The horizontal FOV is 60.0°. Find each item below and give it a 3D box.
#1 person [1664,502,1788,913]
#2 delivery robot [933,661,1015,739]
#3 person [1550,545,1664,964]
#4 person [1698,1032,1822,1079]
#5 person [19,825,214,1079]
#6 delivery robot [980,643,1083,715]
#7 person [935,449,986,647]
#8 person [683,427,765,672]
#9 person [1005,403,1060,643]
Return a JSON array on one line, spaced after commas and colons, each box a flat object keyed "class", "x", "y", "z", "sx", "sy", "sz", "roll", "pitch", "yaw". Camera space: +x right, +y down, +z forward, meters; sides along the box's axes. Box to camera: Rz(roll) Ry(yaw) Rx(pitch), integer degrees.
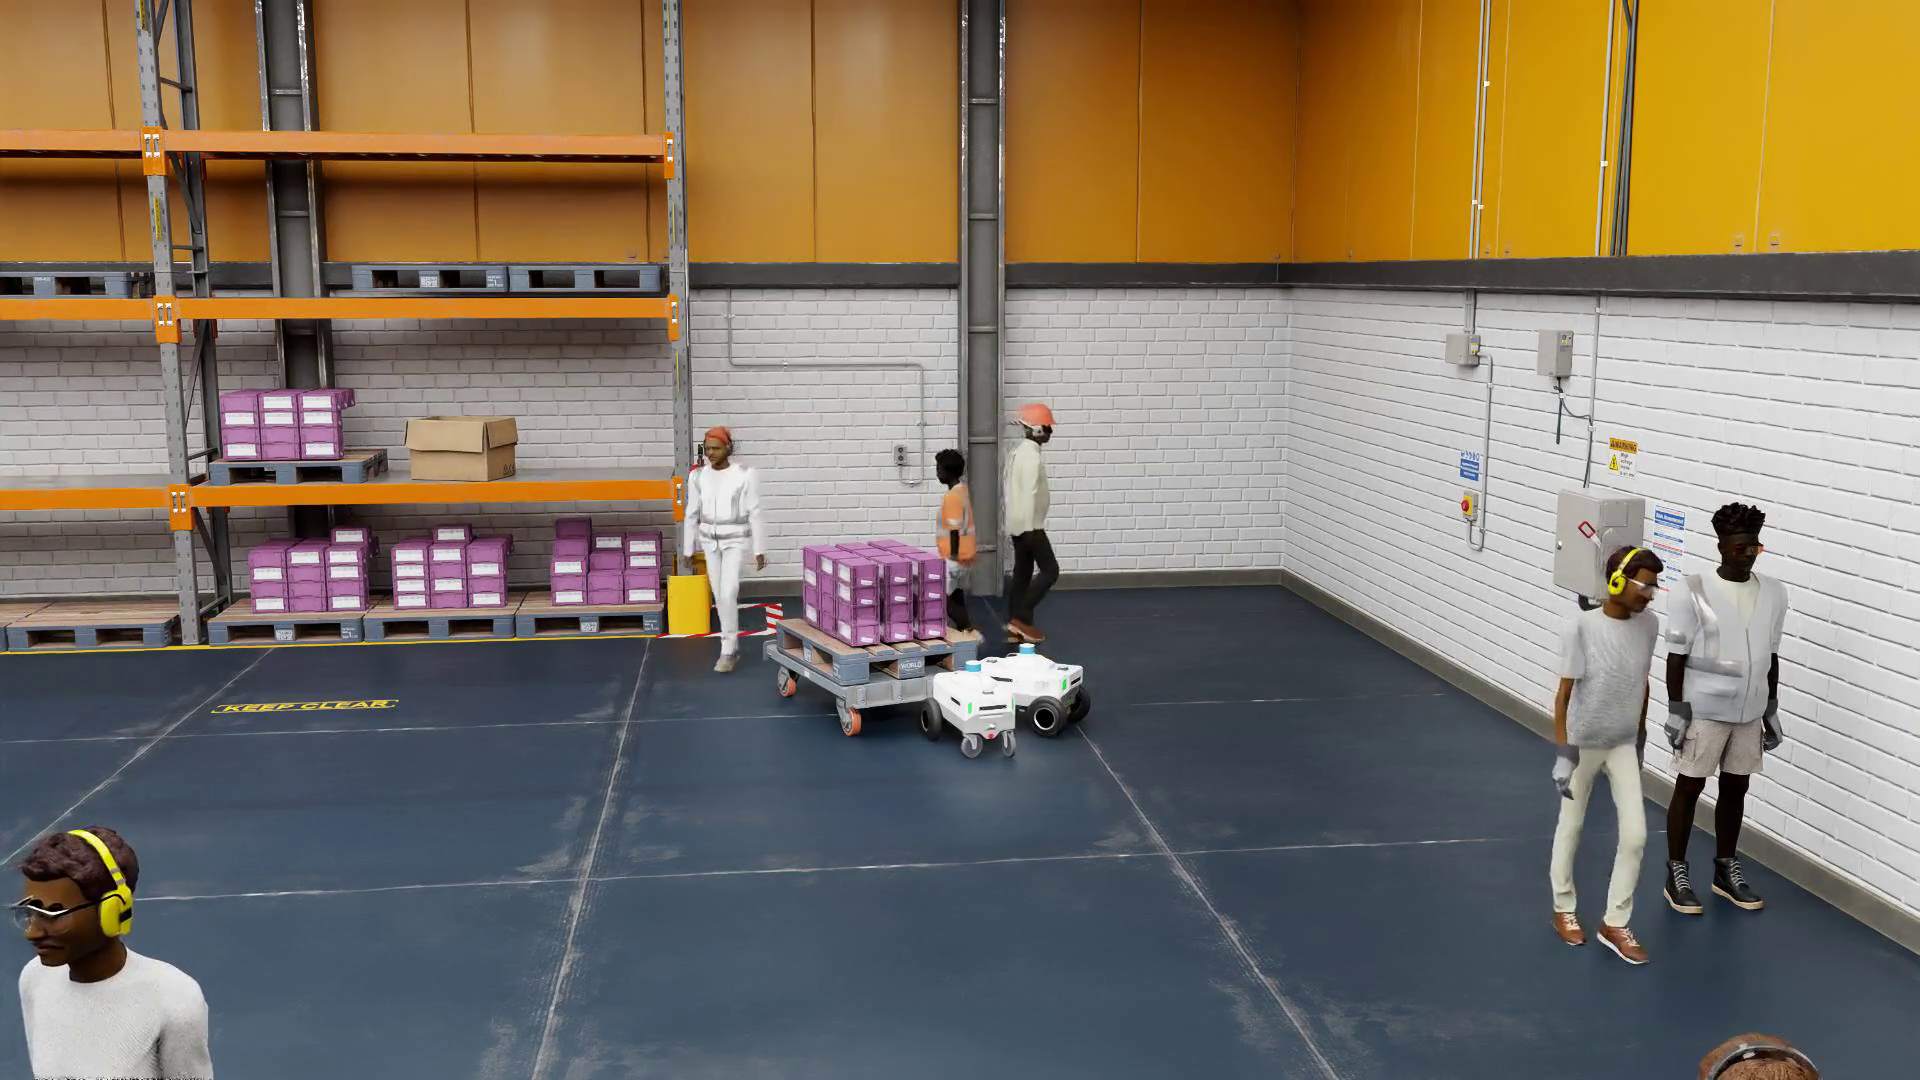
[{"class": "person", "x": 3.633, "y": 0.792, "z": 7.910, "sx": 0.606, "sy": 1.966, "sz": 0.367, "roll": -2, "pitch": 9, "yaw": -10}, {"class": "delivery robot", "x": 0.087, "y": 1.015, "z": 10.618, "sx": 0.477, "sy": 0.478, "sz": 0.707, "roll": -3, "pitch": 10, "yaw": -19}, {"class": "person", "x": 2.842, "y": 0.944, "z": 7.342, "sx": 0.554, "sy": 1.838, "sz": 0.683, "roll": -1, "pitch": 9, "yaw": -6}, {"class": "person", "x": 1.247, "y": 1.688, "z": 2.801, "sx": 0.649, "sy": 1.816, "sz": 0.747, "roll": 1, "pitch": 9, "yaw": 7}, {"class": "person", "x": -1.840, "y": 1.523, "z": 3.646, "sx": 0.513, "sy": 1.871, "sz": 0.329, "roll": 3, "pitch": 10, "yaw": 19}, {"class": "delivery robot", "x": 0.446, "y": 0.935, "z": 11.114, "sx": 0.707, "sy": 0.478, "sz": 0.477, "roll": 4, "pitch": 10, "yaw": 25}, {"class": "person", "x": -0.053, "y": 0.126, "z": 12.923, "sx": 0.369, "sy": 1.681, "sz": 0.552, "roll": 1, "pitch": 9, "yaw": 6}, {"class": "person", "x": -1.847, "y": 0.079, "z": 12.667, "sx": 0.616, "sy": 1.861, "sz": 0.701, "roll": 3, "pitch": 10, "yaw": 20}, {"class": "person", "x": 0.584, "y": -0.119, "z": 13.544, "sx": 0.451, "sy": 1.976, "sz": 0.651, "roll": -1, "pitch": 9, "yaw": -7}]
